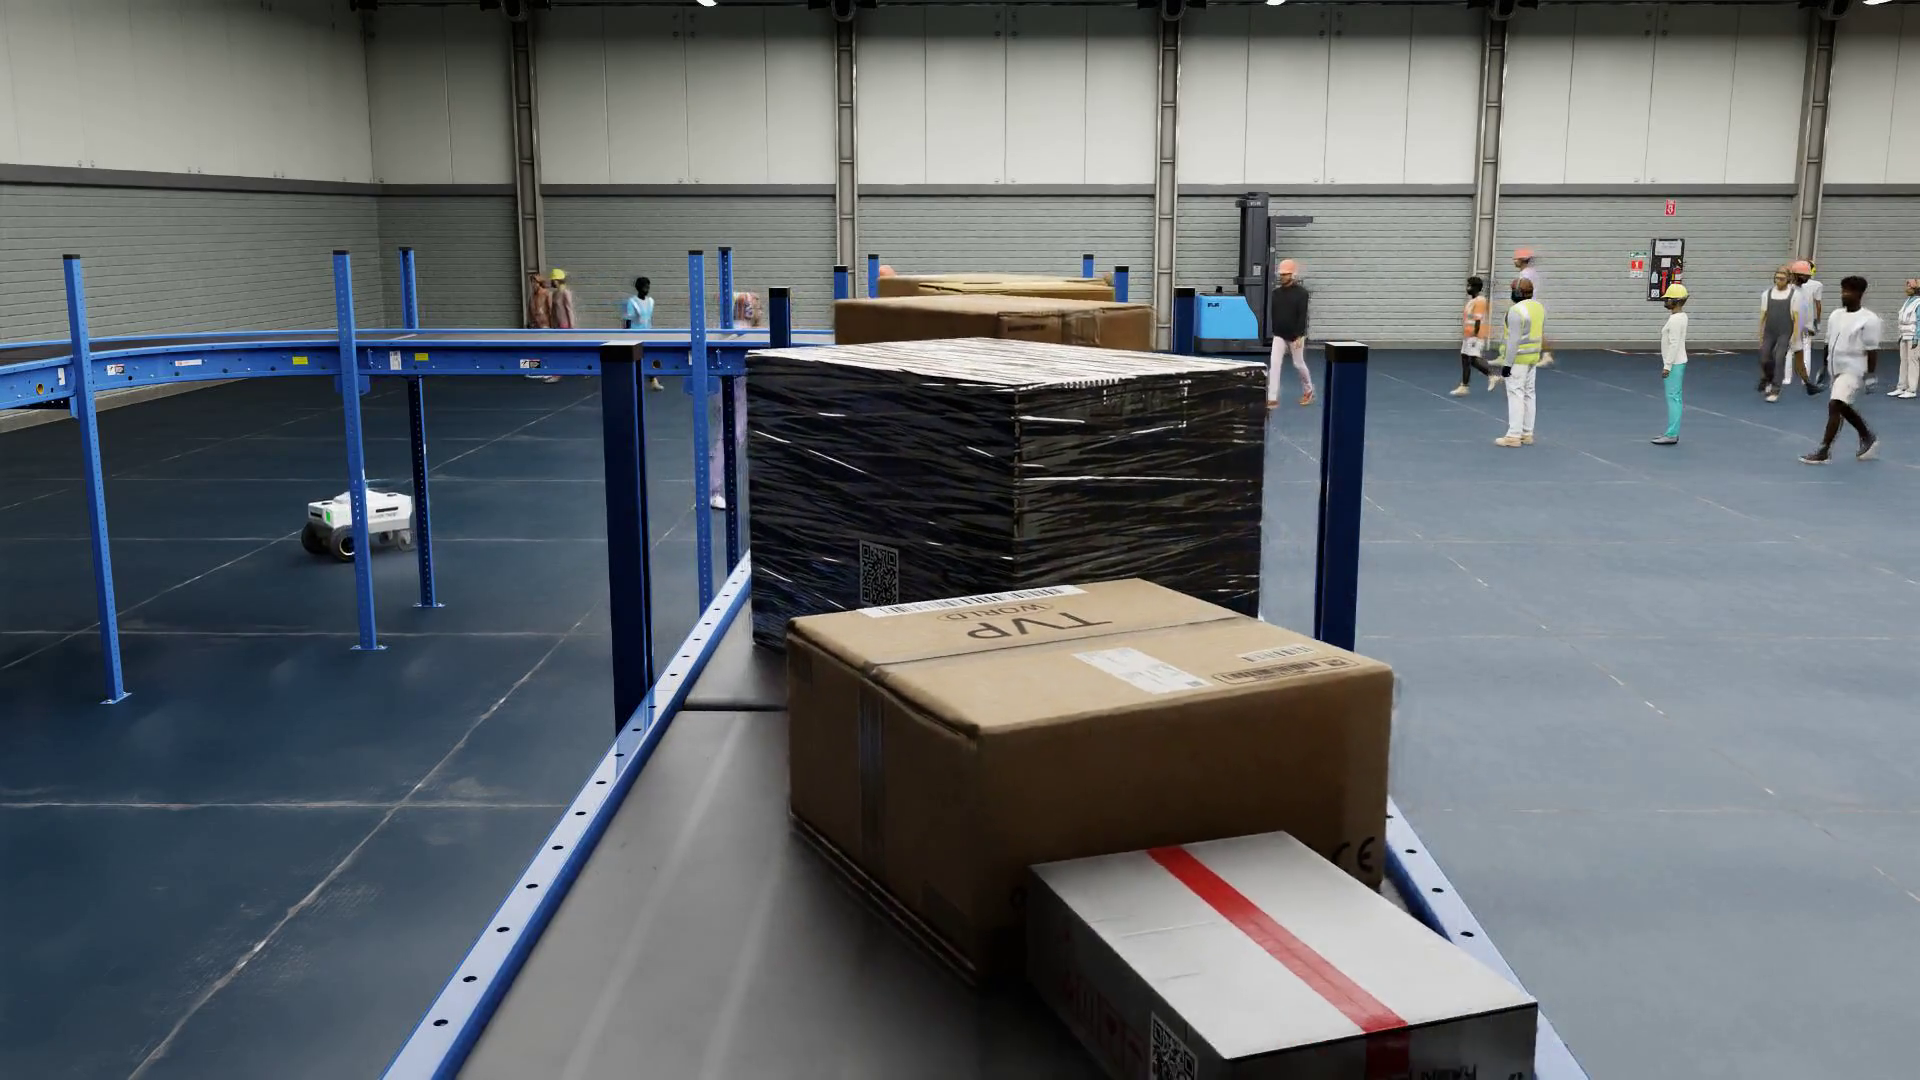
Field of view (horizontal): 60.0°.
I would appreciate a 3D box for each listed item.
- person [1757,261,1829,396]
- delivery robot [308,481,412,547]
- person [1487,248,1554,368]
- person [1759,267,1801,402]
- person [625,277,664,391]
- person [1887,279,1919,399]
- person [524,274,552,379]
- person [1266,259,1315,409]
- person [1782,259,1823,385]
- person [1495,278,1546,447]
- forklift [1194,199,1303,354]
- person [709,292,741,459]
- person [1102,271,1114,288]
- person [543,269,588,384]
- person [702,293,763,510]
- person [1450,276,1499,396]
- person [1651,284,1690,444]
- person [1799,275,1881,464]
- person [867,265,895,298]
[{"bbox_3d":[11.844,-2.993,23.535,1.000,1.876,0.554,9,14,38],"label":"person"},{"bbox_3d":[-4.488,-0.202,12.464,0.477,0.478,0.707,10,15,42],"label":"delivery robot"},{"bbox_3d":[9.449,-3.873,27.773,1.046,2.000,0.625,4,12,17],"label":"person"},{"bbox_3d":[11.191,-2.811,22.730,0.510,1.833,0.532,9,14,40],"label":"person"},{"bbox_3d":[-4.688,-2.988,24.115,0.741,1.645,0.541,9,14,38],"label":"person"},{"bbox_3d":[13.207,-2.796,23.124,0.303,1.641,0.514,1,11,5],"label":"person"},{"bbox_3d":[-6.544,-3.279,25.691,0.538,1.608,0.771,10,15,42],"label":"person"},{"bbox_3d":[4.379,-2.728,21.984,0.603,1.963,0.988,10,15,41],"label":"person"},{"bbox_3d":[12.601,-3.257,24.910,0.531,1.867,0.316,6,12,27],"label":"person"},{"bbox_3d":[6.160,-1.961,18.320,0.634,1.839,0.429,-10,15,-42],"label":"person"},{"bbox_3d":[5.313,-4.851,30.603,1.873,2.768,1.129,0,11,1],"label":"forklift"},{"bbox_3d":[-2.251,-1.737,17.462,0.883,1.728,0.532,-7,13,-33],"label":"person"},{"bbox_3d":[1.596,-1.826,17.373,0.360,1.937,0.639,-1,11,-3],"label":"person"},{"bbox_3d":[-5.991,-3.271,25.339,0.850,1.730,0.529,-8,14,-36],"label":"person"},{"bbox_3d":[-1.803,-1.193,14.347,1.008,1.853,0.646,-3,11,-13],"label":"person"},{"bbox_3d":[7.218,-2.848,23.262,0.564,1.682,0.545,0,11,0],"label":"person"},{"bbox_3d":[7.890,-1.949,18.449,0.315,1.769,0.524,6,13,30],"label":"person"},{"bbox_3d":[9.136,-1.756,17.061,0.961,1.934,0.609,-2,11,-10],"label":"person"},{"bbox_3d":[-0.886,-2.242,19.511,0.366,1.939,0.542,7,13,32],"label":"person"}]
